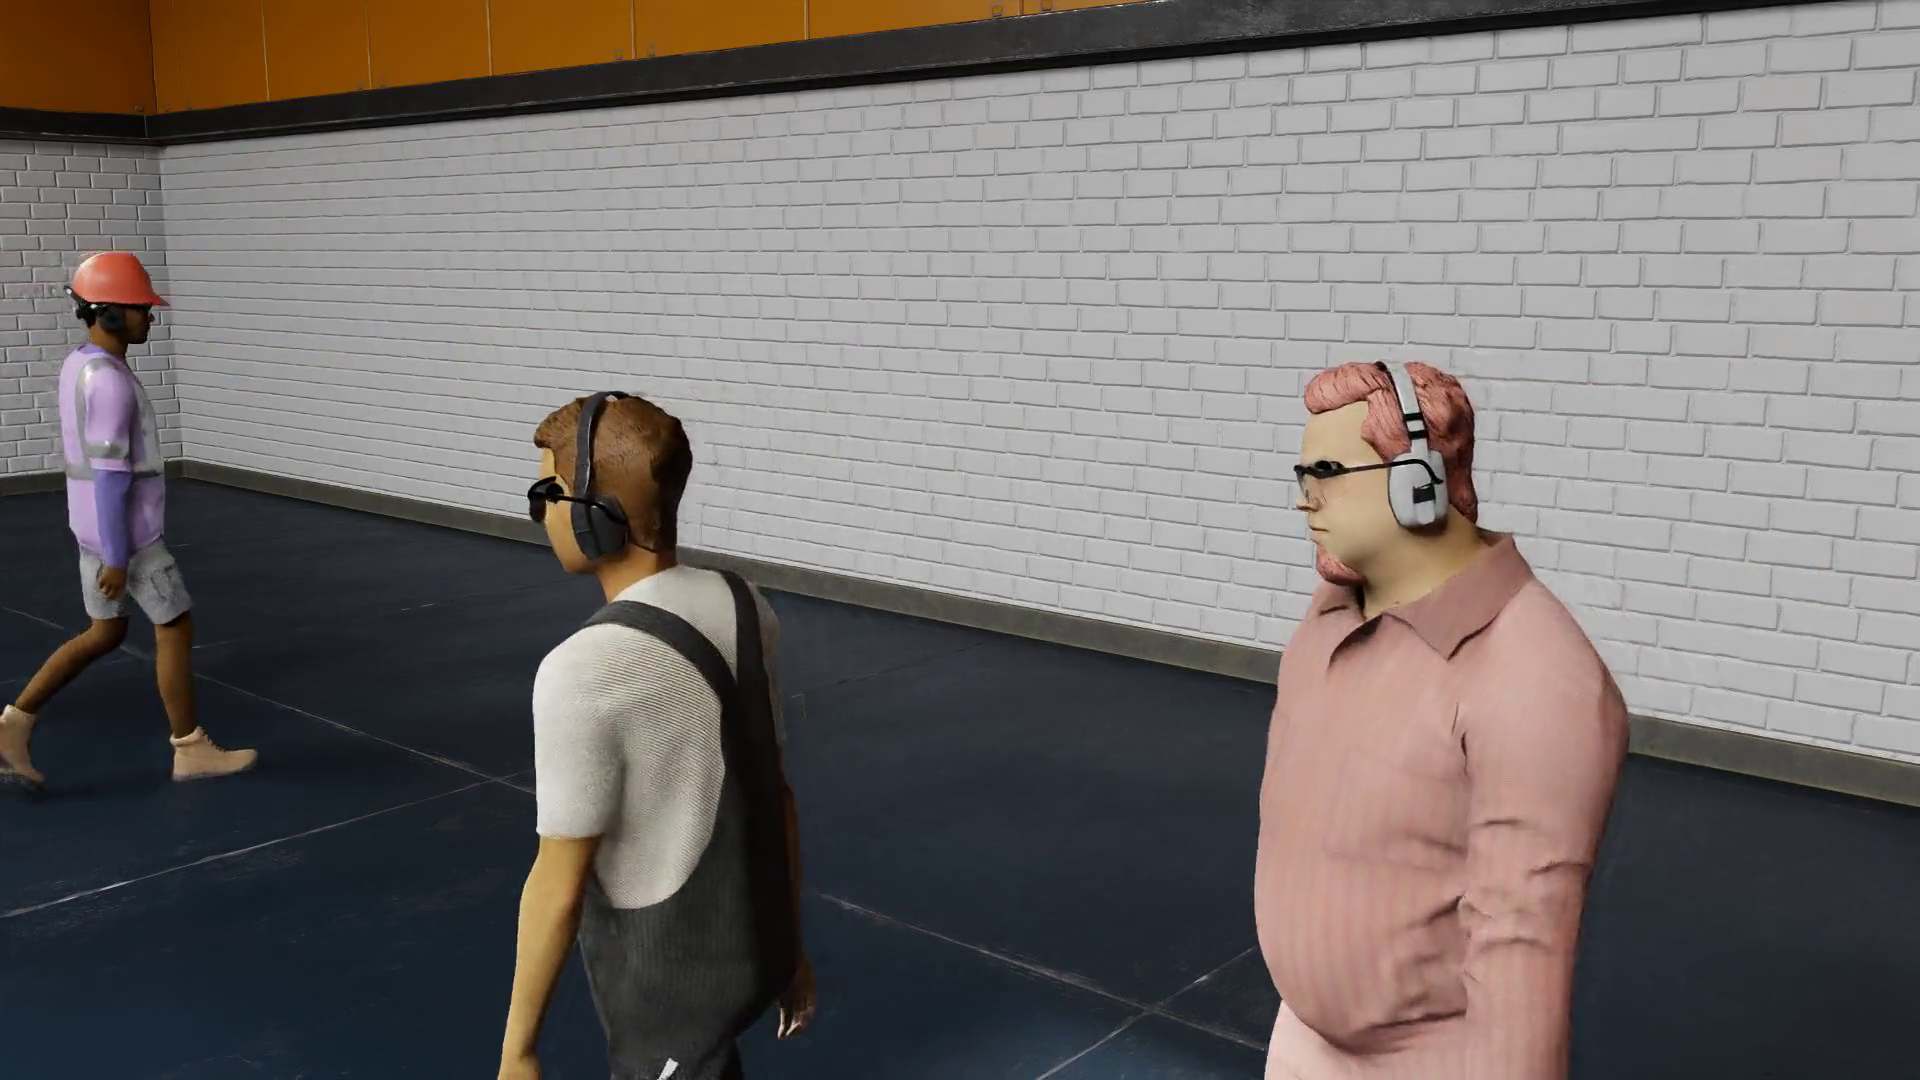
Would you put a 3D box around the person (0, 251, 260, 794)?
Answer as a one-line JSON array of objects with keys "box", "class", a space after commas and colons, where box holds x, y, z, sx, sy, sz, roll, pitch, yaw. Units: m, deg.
[{"box": [-3.173, -0.042, 6.101, 0.907, 2.020, 0.609, -8, 13, -38], "class": "person"}]

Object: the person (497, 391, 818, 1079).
[{"box": [-0.527, 0.679, 2.574, 0.837, 1.807, 0.527, 4, 11, 22], "class": "person"}]

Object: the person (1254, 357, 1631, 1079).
[{"box": [0.665, 0.692, 2.304, 0.538, 1.887, 0.662, -3, 11, -18], "class": "person"}]
